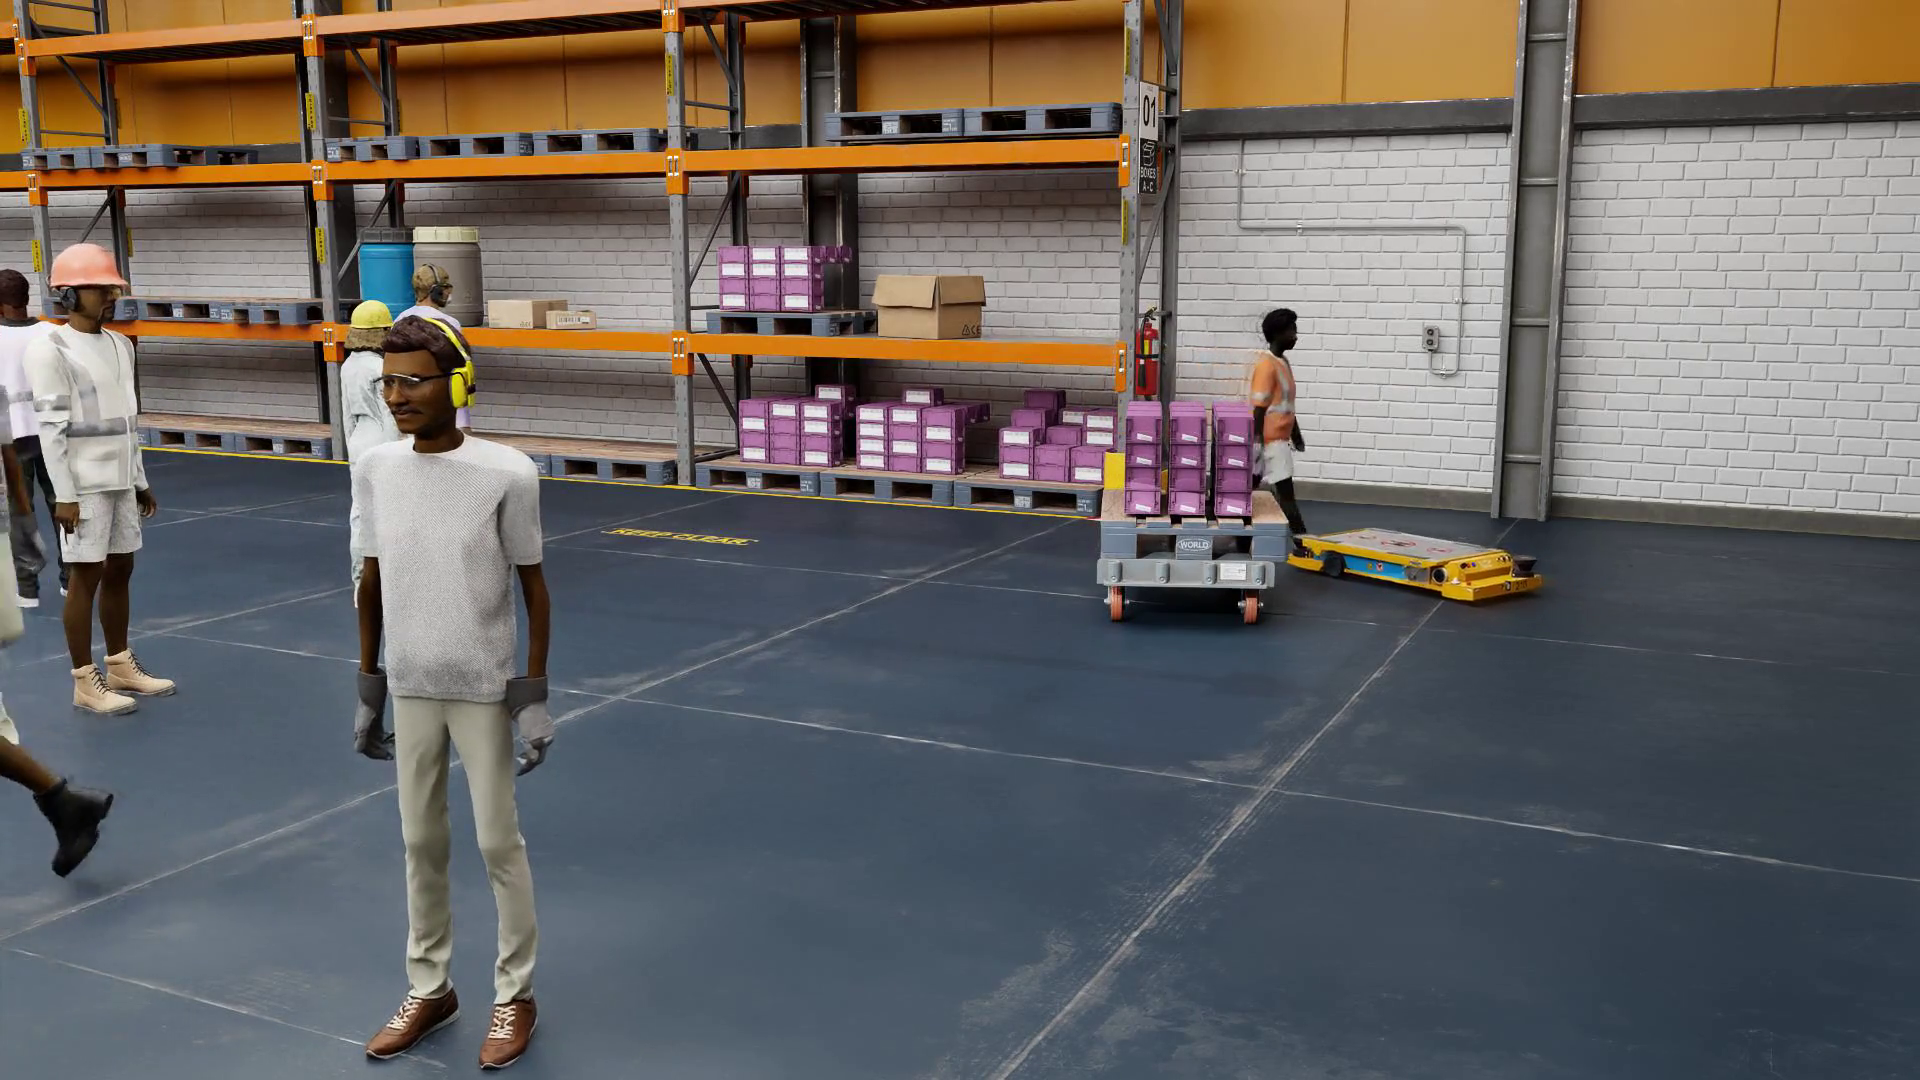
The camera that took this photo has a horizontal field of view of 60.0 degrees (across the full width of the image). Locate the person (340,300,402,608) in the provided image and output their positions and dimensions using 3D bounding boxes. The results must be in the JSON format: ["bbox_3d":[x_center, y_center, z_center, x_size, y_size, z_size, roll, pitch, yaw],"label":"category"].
[{"bbox_3d":[-3.254,-0.464,9.322,0.490,1.744,0.295,8,13,39],"label":"person"}]

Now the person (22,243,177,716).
[{"bbox_3d":[-3.767,-0.264,7.307,0.365,2.048,0.608,1,10,7],"label":"person"}]

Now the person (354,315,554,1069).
[{"bbox_3d":[-1.258,0.382,4.113,0.526,1.869,0.314,2,10,12],"label":"person"}]

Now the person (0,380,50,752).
[{"bbox_3d":[-3.897,-0.019,6.501,0.773,1.845,0.539,4,11,22],"label":"person"}]

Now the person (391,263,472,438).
[{"bbox_3d":[-3.281,-0.752,10.409,0.629,1.940,0.372,7,12,34],"label":"person"}]

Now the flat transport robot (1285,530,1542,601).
[{"bbox_3d":[2.744,0.126,10.155,0.652,0.197,1.431,-7,12,-36],"label":"flat transport robot"}]

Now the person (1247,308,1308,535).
[{"bbox_3d":[2.047,-0.669,10.774,0.884,1.643,0.545,3,10,19],"label":"person"}]

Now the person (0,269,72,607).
[{"bbox_3d":[-5.287,-0.571,9.446,0.392,1.914,0.589,8,13,40],"label":"person"}]

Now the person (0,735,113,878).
[{"bbox_3d":[-3.032,0.210,4.954,0.749,1.918,0.587,-5,11,-28],"label":"person"}]
